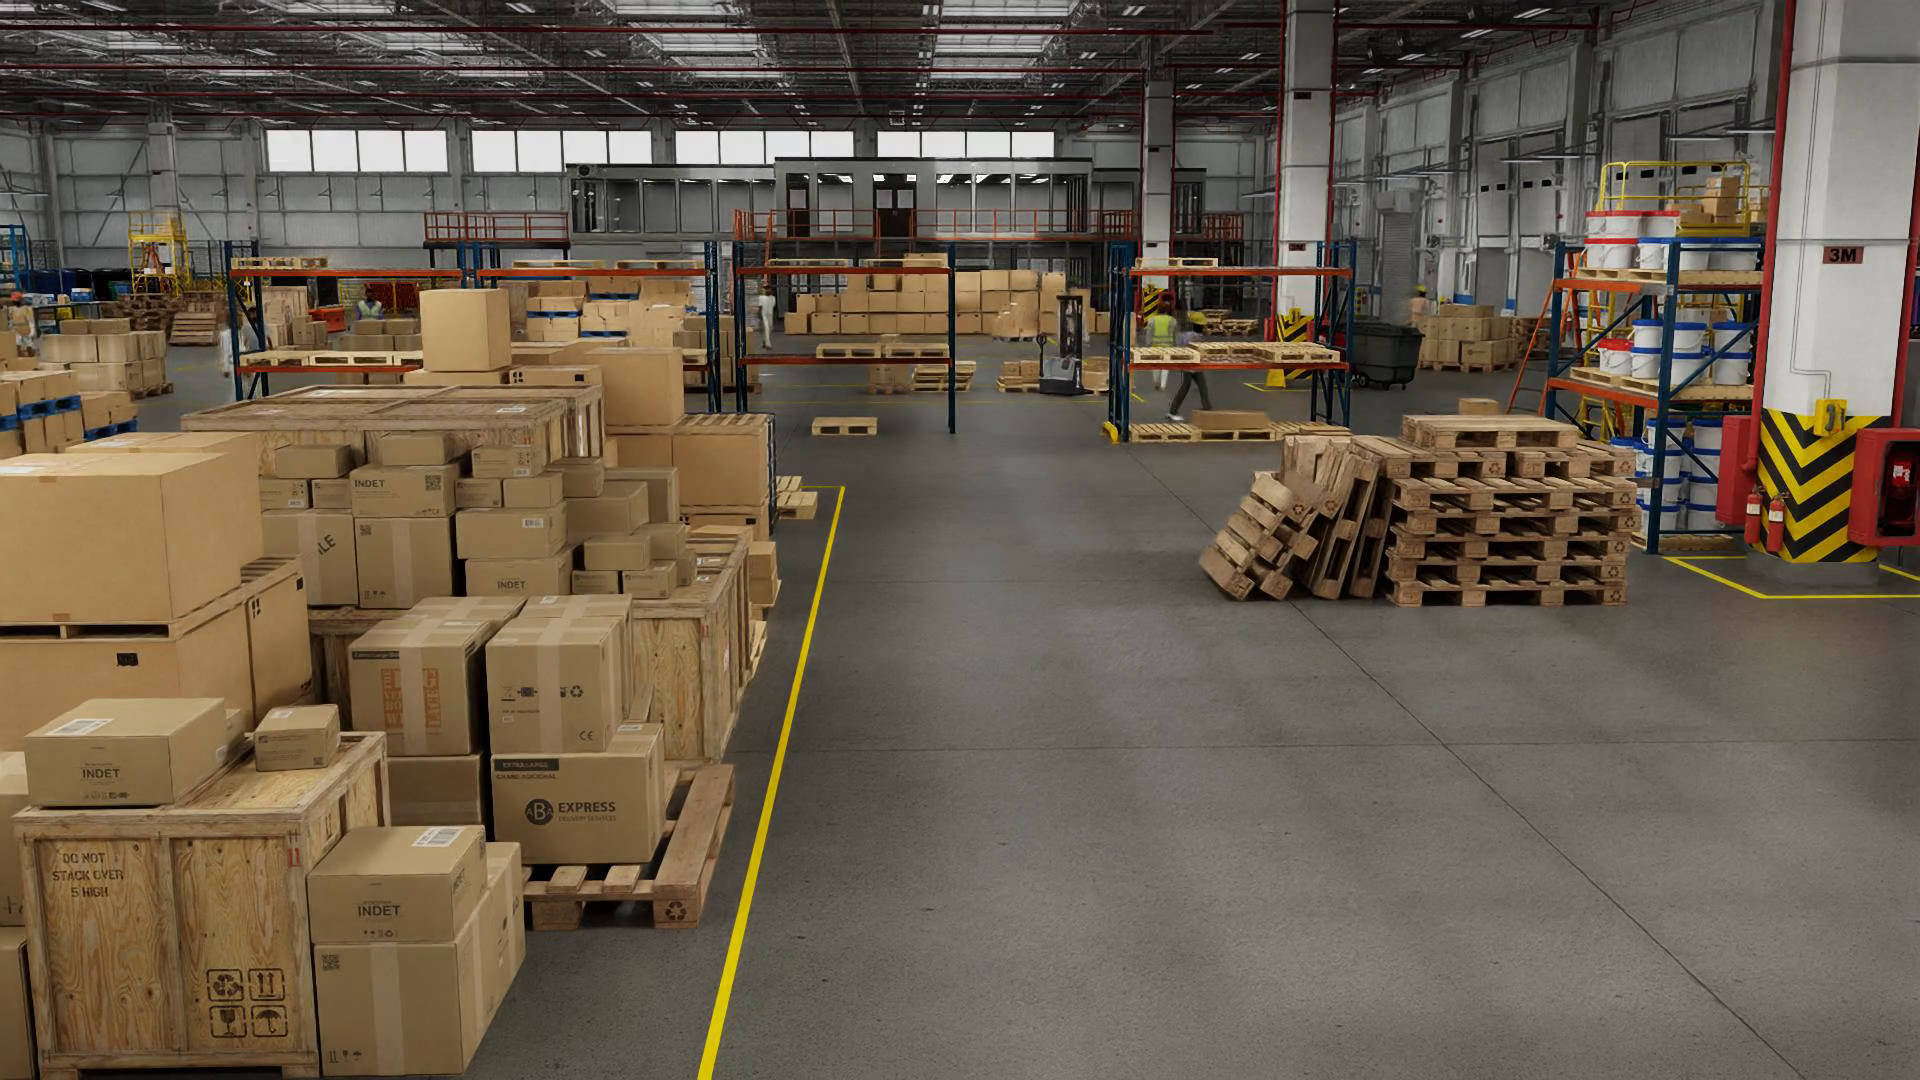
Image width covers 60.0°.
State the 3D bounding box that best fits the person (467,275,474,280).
[{"bbox_3d":[-20.323,-10.217,68.786,0.514,1.842,0.324,-2,10,-11],"label":"person"}]

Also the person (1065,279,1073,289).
[{"bbox_3d":[4.087,-8.868,61.703,0.926,1.689,0.479,-5,11,-26],"label":"person"}]

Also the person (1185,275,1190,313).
[{"bbox_3d":[9.715,-10.720,71.164,0.387,1.992,0.626,2,10,9],"label":"person"}]

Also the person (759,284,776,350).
[{"bbox_3d":[-5.460,-6.296,46.954,0.524,1.853,0.696,-6,12,-32],"label":"person"}]

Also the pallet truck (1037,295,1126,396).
[{"bbox_3d":[2.483,-3.881,33.060,1.885,1.965,0.823,-7,13,-36],"label":"pallet truck"}]

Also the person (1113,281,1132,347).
[{"bbox_3d":[4.674,-6.390,47.271,0.736,1.910,0.548,-9,13,-40],"label":"person"}]

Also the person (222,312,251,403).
[{"bbox_3d":[-11.917,-2.837,27.602,0.618,1.864,0.621,0,10,-2],"label":"person"}]

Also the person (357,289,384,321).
[{"bbox_3d":[-14.413,-5.204,40.744,0.591,1.878,0.901,-5,11,-26],"label":"person"}]

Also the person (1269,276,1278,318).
[{"bbox_3d":[11.185,-8.471,59.056,0.633,1.846,0.429,-9,14,-42],"label":"person"}]

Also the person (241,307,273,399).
[{"bbox_3d":[-13.094,-3.427,31.045,0.538,1.831,0.965,-6,12,-30],"label":"person"}]

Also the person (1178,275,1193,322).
[{"bbox_3d":[8.590,-9.237,63.410,0.596,1.825,1.033,0,10,-2],"label":"person"}]

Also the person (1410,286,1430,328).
[{"bbox_3d":[12.133,-5.759,43.863,0.611,1.874,0.978,10,14,43],"label":"person"}]

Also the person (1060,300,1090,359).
[{"bbox_3d":[2.505,-4.288,35.634,0.651,1.882,1.003,-8,13,-36],"label":"person"}]

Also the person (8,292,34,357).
[{"bbox_3d":[-21.513,-4.729,38.112,0.557,1.876,1.008,-2,10,-12],"label":"person"}]

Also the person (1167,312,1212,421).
[{"bbox_3d":[3.931,-2.906,28.018,0.998,1.872,0.625,7,12,33],"label":"person"}]

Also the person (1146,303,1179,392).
[{"bbox_3d":[4.114,-3.912,33.827,0.649,1.794,0.967,2,10,10],"label":"person"}]
